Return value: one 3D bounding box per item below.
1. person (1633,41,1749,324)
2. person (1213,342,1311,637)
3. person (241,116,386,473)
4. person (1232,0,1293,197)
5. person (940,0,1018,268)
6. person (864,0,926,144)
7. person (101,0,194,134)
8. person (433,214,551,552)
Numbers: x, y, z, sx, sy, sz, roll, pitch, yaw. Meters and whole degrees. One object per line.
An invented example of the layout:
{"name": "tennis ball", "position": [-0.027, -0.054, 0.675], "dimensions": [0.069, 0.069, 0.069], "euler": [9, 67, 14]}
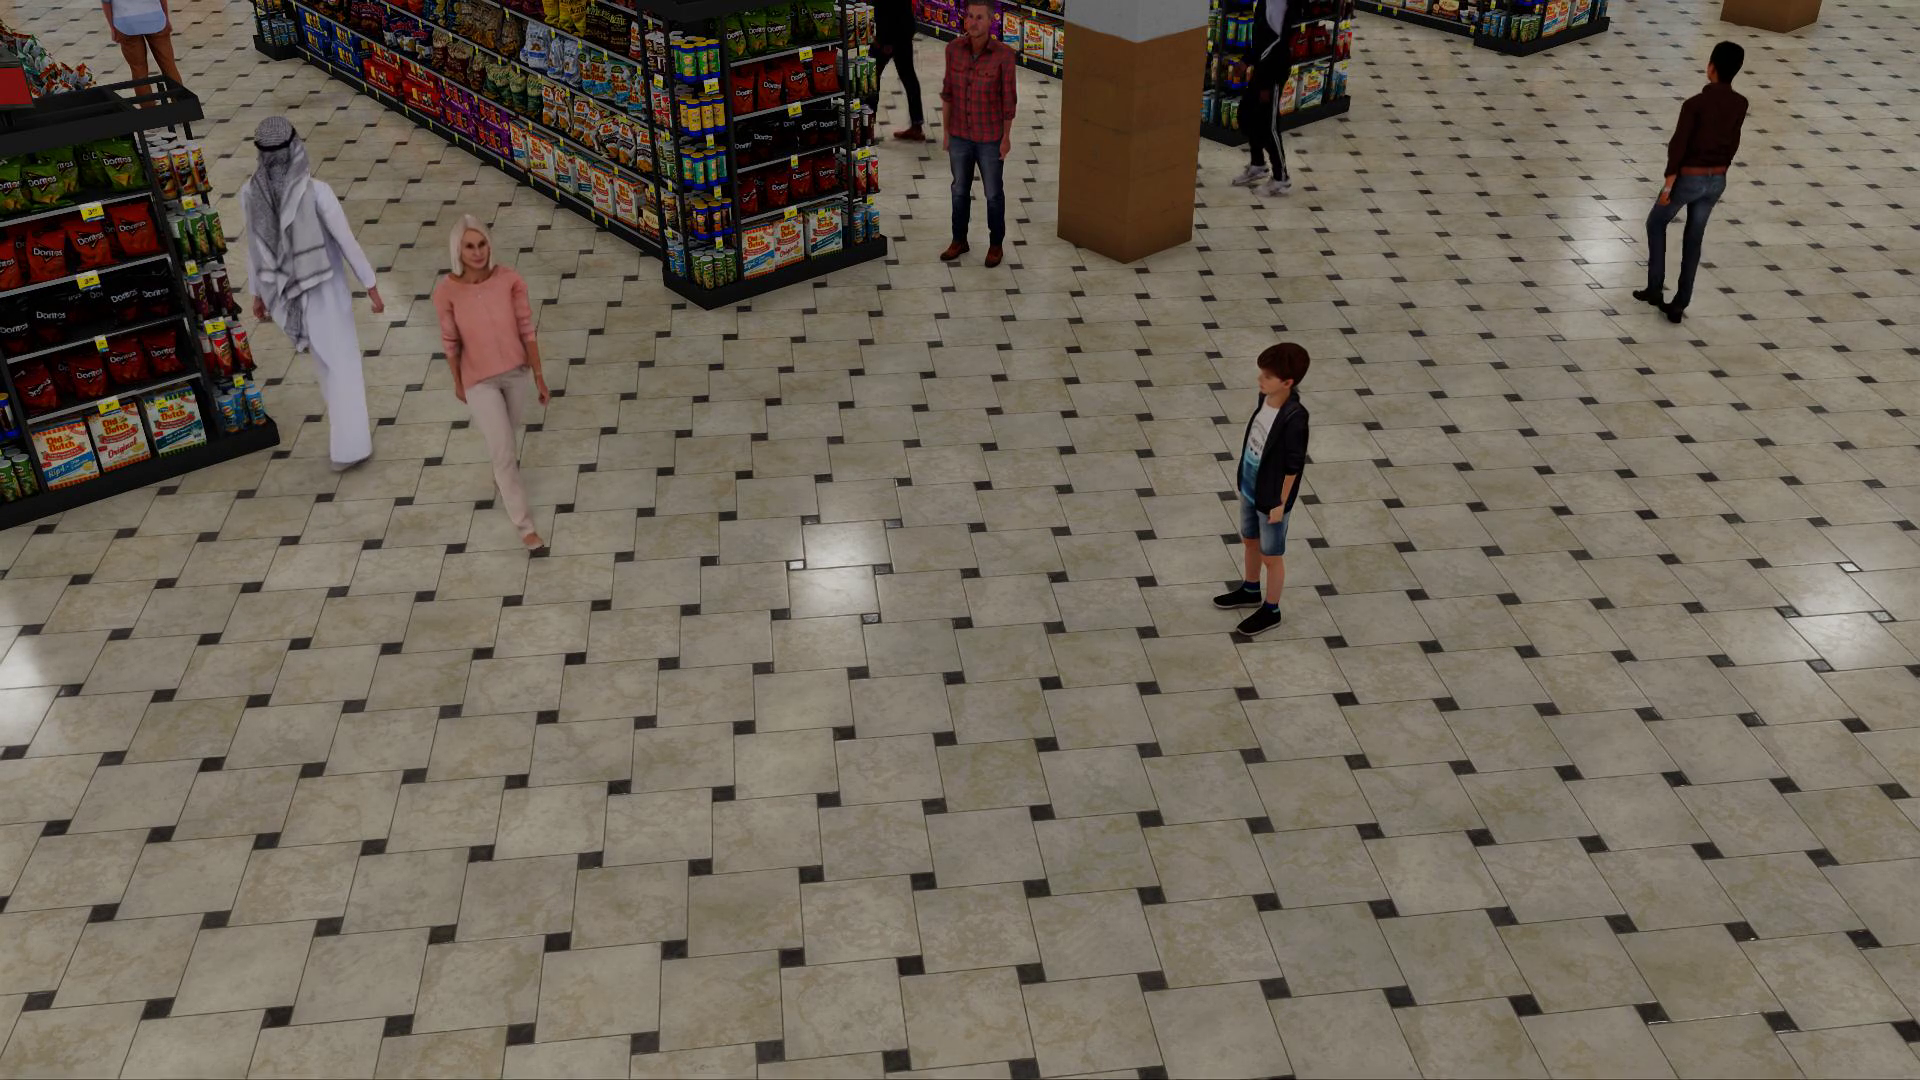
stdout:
{"name": "person", "position": [4.692, -2.203, 10.493], "dimensions": [0.811, 1.760, 0.839], "euler": [-6, 32, -9]}
{"name": "person", "position": [1.415, -0.245, 7.643], "dimensions": [0.661, 1.447, 0.556], "euler": [-11, 33, -17]}
{"name": "person", "position": [-3.494, -1.255, 8.830], "dimensions": [1.033, 1.907, 1.094], "euler": [5, 32, 8]}
{"name": "person", "position": [2.401, -3.565, 12.632], "dimensions": [0.949, 1.814, 0.890], "euler": [0, 32, 0]}
{"name": "person", "position": [0.122, -2.804, 11.388], "dimensions": [0.679, 1.835, 0.821], "euler": [11, 34, 18]}
{"name": "person", "position": [-0.472, -4.112, 13.529], "dimensions": [1.074, 1.793, 0.929], "euler": [13, 34, 20]}
{"name": "person", "position": [-6.834, -4.338, 13.861], "dimensions": [0.710, 1.828, 0.616], "euler": [-18, 36, -27]}
{"name": "person", "position": [-2.346, -0.837, 8.384], "dimensions": [0.718, 1.668, 1.176], "euler": [-17, 36, -25]}
